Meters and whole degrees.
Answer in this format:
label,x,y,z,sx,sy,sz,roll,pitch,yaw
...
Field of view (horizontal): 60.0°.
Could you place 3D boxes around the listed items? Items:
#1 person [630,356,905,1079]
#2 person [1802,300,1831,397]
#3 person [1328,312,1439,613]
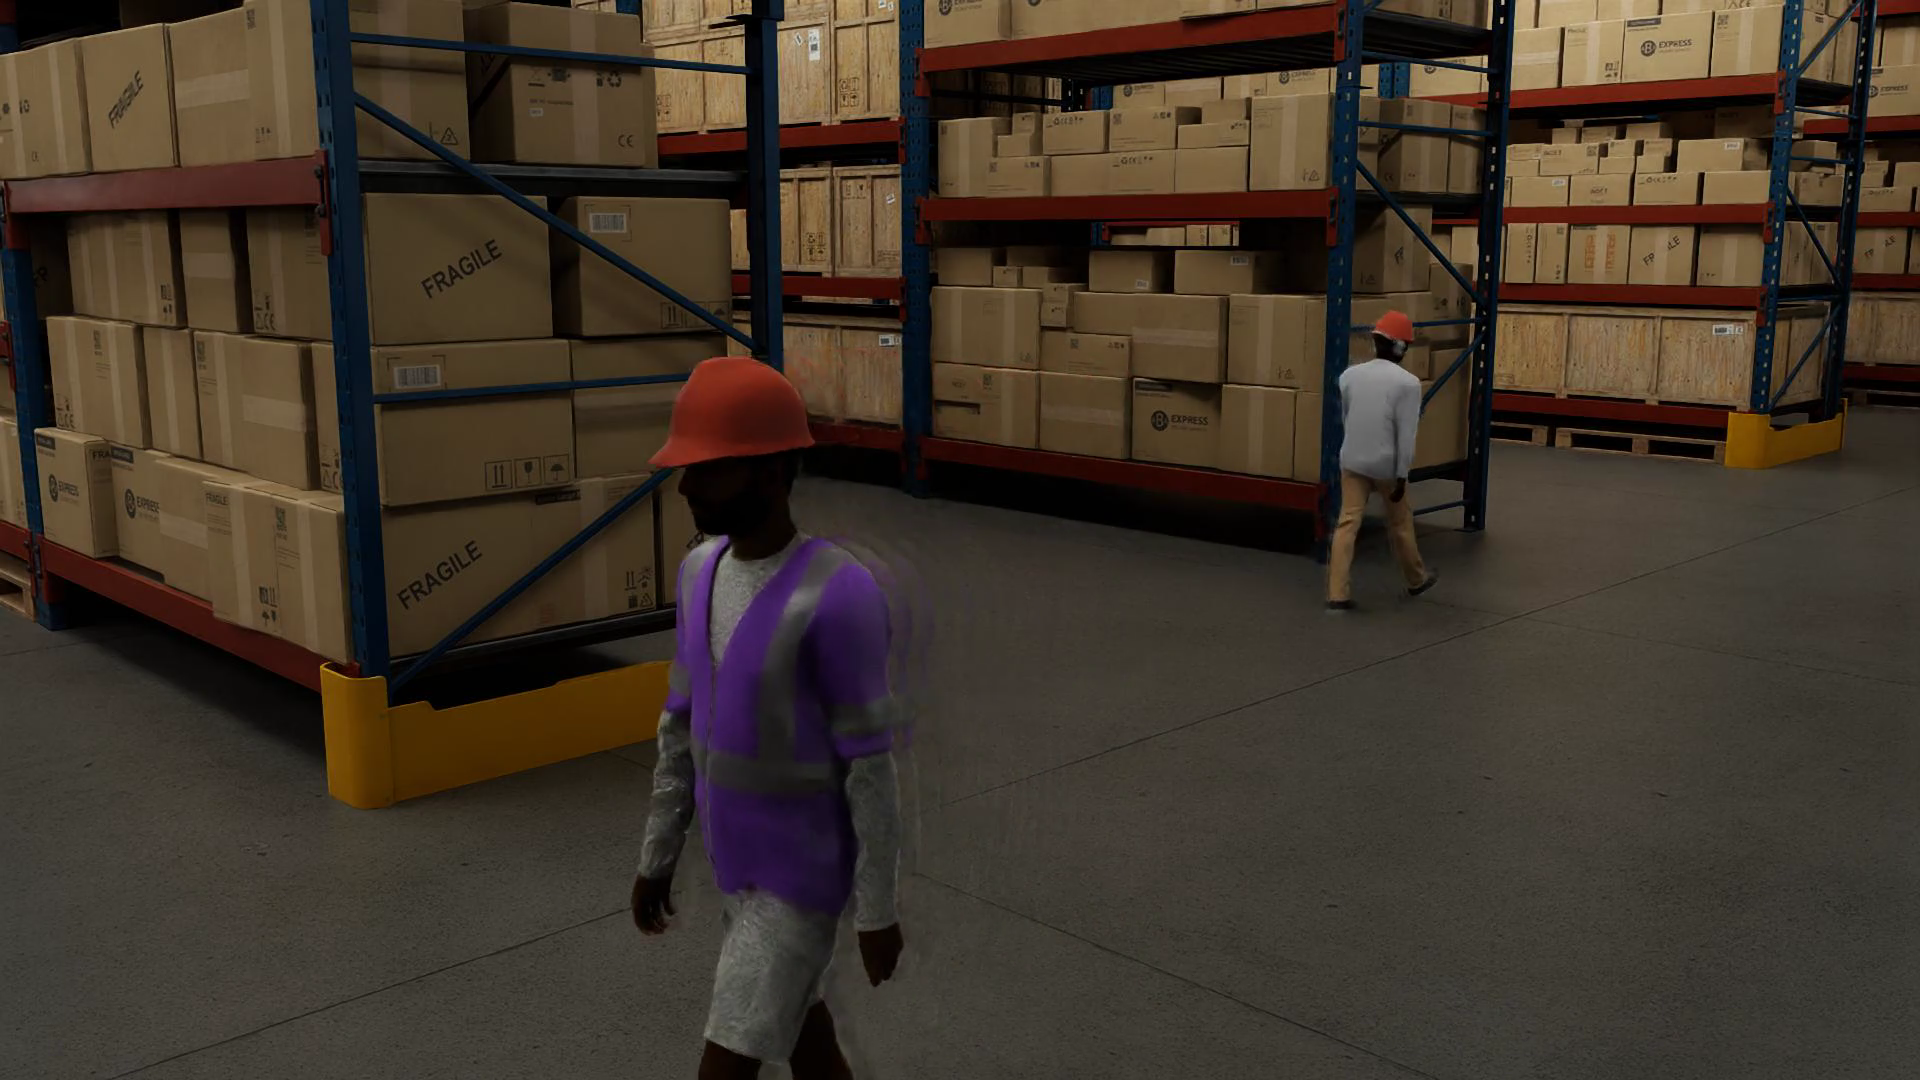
label,x,y,z,sx,sy,sz,roll,pitch,yaw
person,-0.445,0.622,3.101,0.798,1.905,0.562,-8,13,-37
person,10.484,-2.568,20.460,0.575,1.921,0.451,-9,14,-41
person,2.433,-0.452,9.545,0.922,1.694,0.559,-10,14,-43
